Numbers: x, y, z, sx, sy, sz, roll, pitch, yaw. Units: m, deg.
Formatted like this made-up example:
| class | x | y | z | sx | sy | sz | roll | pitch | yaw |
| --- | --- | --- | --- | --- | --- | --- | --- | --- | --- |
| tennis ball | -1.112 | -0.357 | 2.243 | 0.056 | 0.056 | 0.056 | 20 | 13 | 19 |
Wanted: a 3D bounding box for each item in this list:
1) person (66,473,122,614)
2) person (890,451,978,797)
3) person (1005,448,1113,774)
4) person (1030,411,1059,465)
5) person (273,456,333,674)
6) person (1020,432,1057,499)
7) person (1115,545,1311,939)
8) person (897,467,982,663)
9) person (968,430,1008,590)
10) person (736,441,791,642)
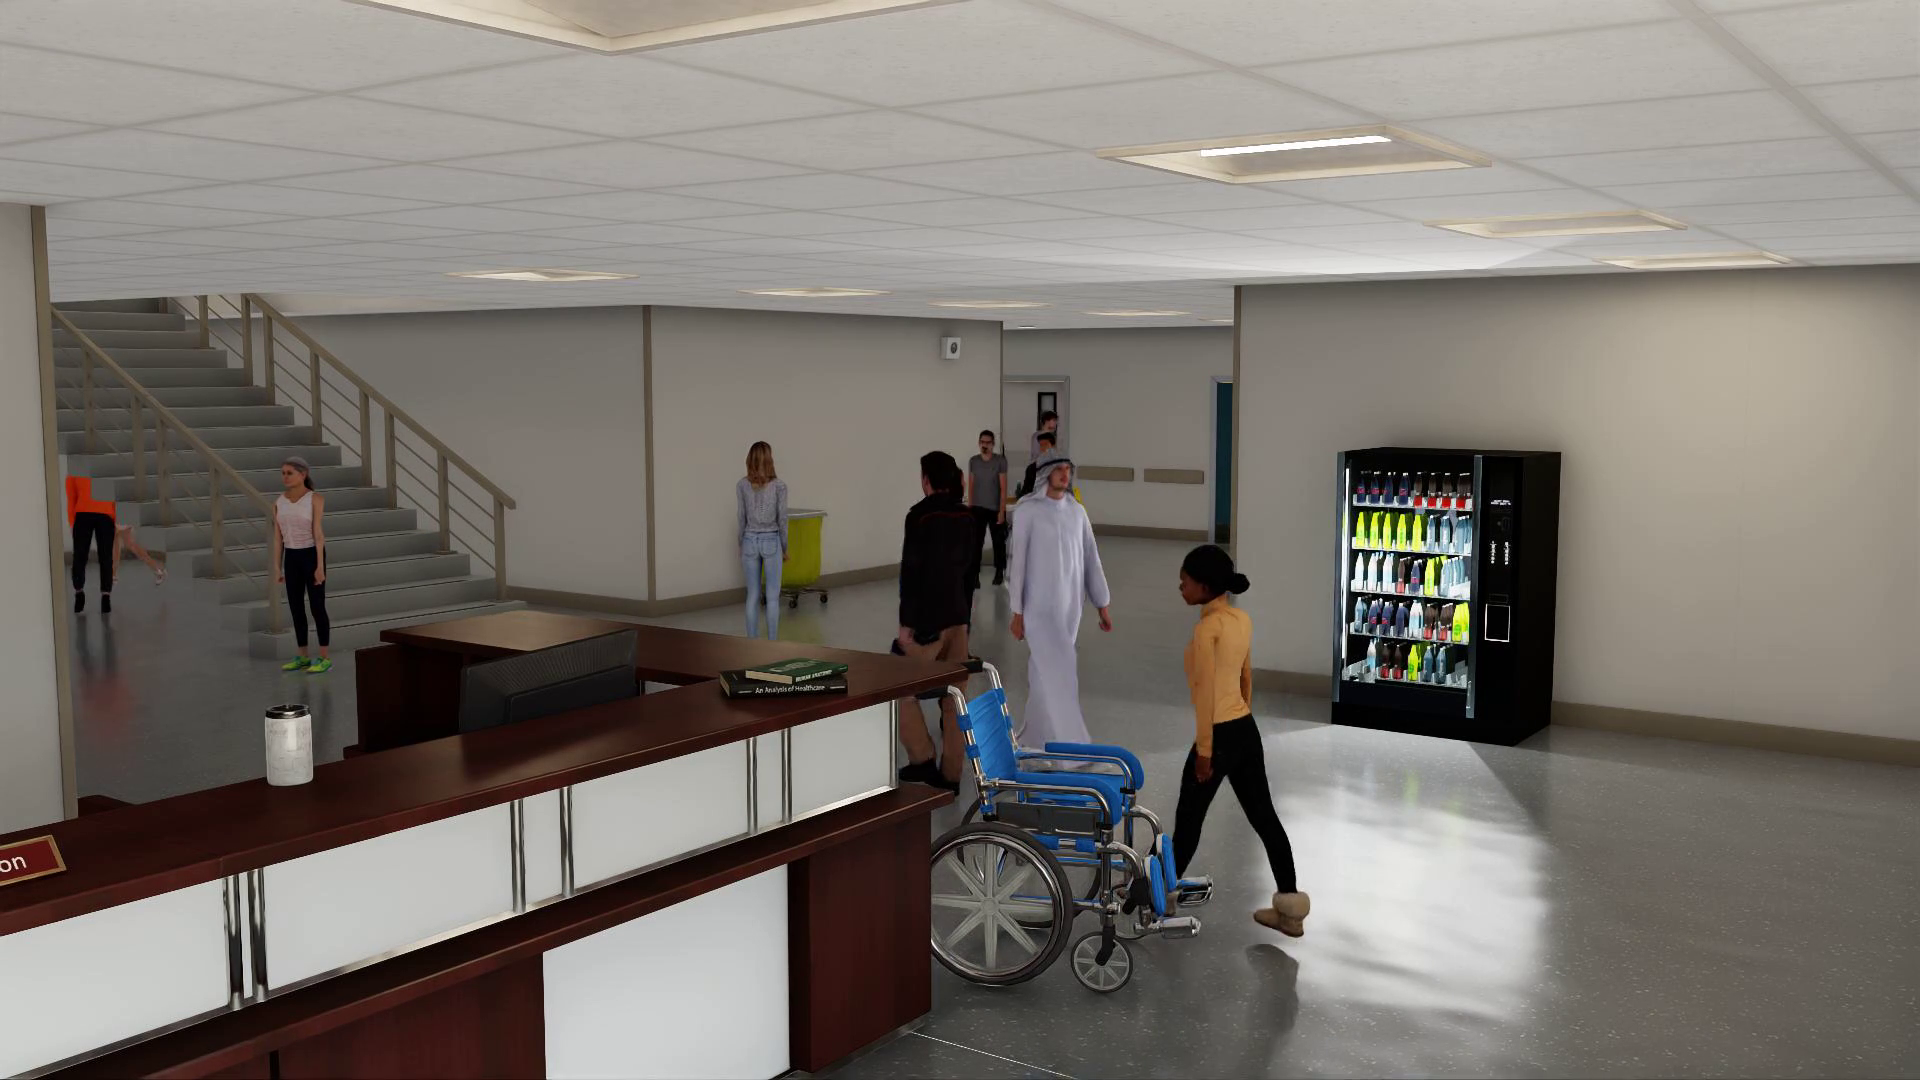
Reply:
| class | x | y | z | sx | sy | sz | roll | pitch | yaw |
| --- | --- | --- | --- | --- | --- | --- | --- | --- | --- |
| person | -8.530 | -0.167 | 16.395 | 0.719 | 1.745 | 0.732 | -3 | 7 | -29 |
| person | -0.084 | 0.473 | 9.176 | 0.809 | 1.917 | 0.775 | -5 | 7 | -39 |
| person | 0.476 | 0.435 | 9.700 | 0.923 | 1.887 | 1.290 | -5 | 7 | -39 |
| person | 1.068 | -0.841 | 22.714 | 0.715 | 1.821 | 0.736 | 5 | 8 | 42 |
| person | -5.162 | 0.189 | 13.099 | 0.585 | 1.696 | 0.727 | 2 | 6 | 15 |
| person | 0.932 | -0.287 | 17.782 | 0.812 | 1.706 | 0.745 | 4 | 7 | 31 |
| person | 1.150 | 0.860 | 6.871 | 1.070 | 1.607 | 0.730 | 5 | 8 | 43 |
| person | -0.166 | 0.235 | 13.138 | 0.850 | 1.597 | 0.979 | -4 | 7 | -34 |
| person | 0.324 | -0.309 | 18.043 | 1.147 | 1.698 | 0.954 | 1 | 6 | 15 |
| person | -1.620 | 0.082 | 13.664 | 0.567 | 1.796 | 0.714 | 1 | 6 | 14 |
